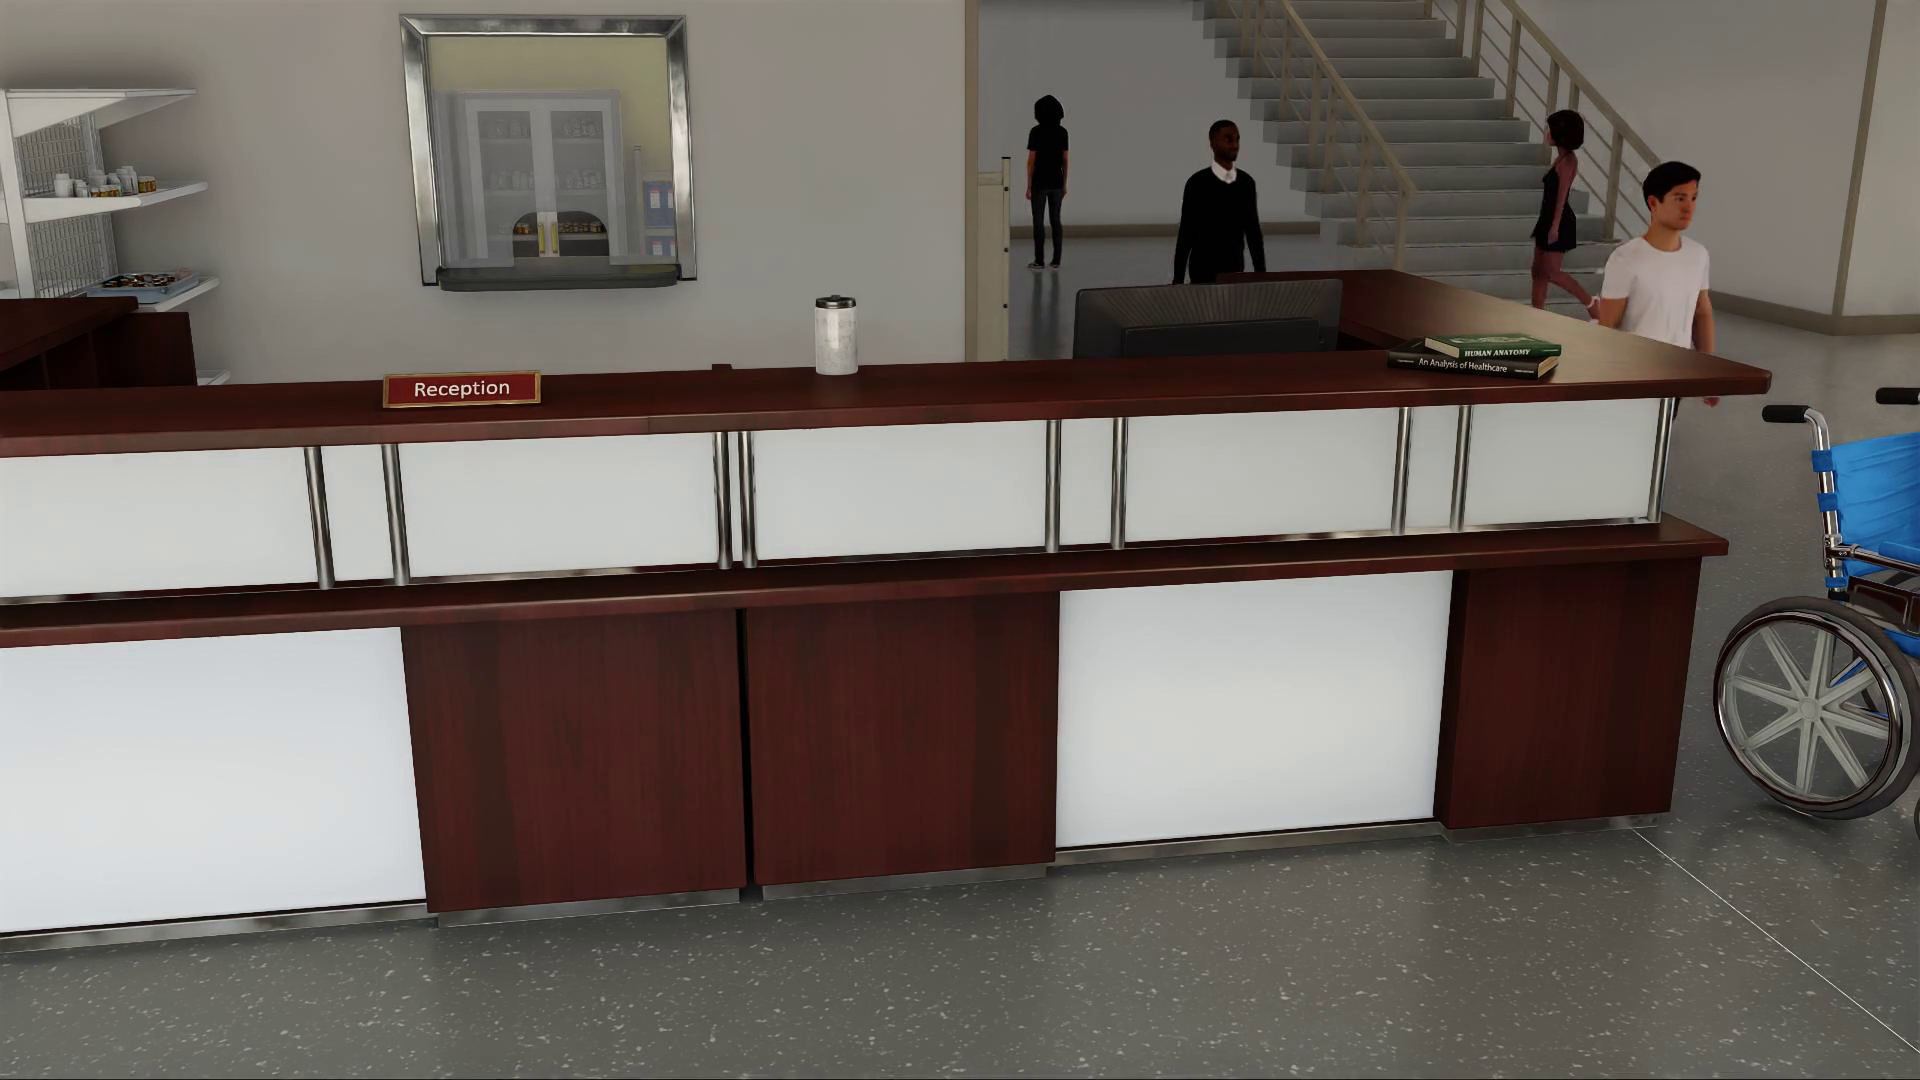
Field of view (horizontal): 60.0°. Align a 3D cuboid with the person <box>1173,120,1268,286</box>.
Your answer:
[{"bbox_3d":[1.449,-1.537,9.824,0.912,1.758,1.273,-8,18,-26],"label":"person"}]

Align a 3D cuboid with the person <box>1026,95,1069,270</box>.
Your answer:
[{"bbox_3d":[0.940,-3.852,17.884,0.671,1.828,0.597,-6,17,-22],"label":"person"}]

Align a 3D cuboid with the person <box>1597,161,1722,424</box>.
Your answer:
[{"bbox_3d":[2.758,-0.679,6.828,0.746,1.702,0.868,-8,18,-26],"label":"person"}]

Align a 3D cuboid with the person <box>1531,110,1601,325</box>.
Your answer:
[{"bbox_3d":[4.619,-2.351,12.683,0.773,1.774,0.909,2,16,6],"label":"person"}]
